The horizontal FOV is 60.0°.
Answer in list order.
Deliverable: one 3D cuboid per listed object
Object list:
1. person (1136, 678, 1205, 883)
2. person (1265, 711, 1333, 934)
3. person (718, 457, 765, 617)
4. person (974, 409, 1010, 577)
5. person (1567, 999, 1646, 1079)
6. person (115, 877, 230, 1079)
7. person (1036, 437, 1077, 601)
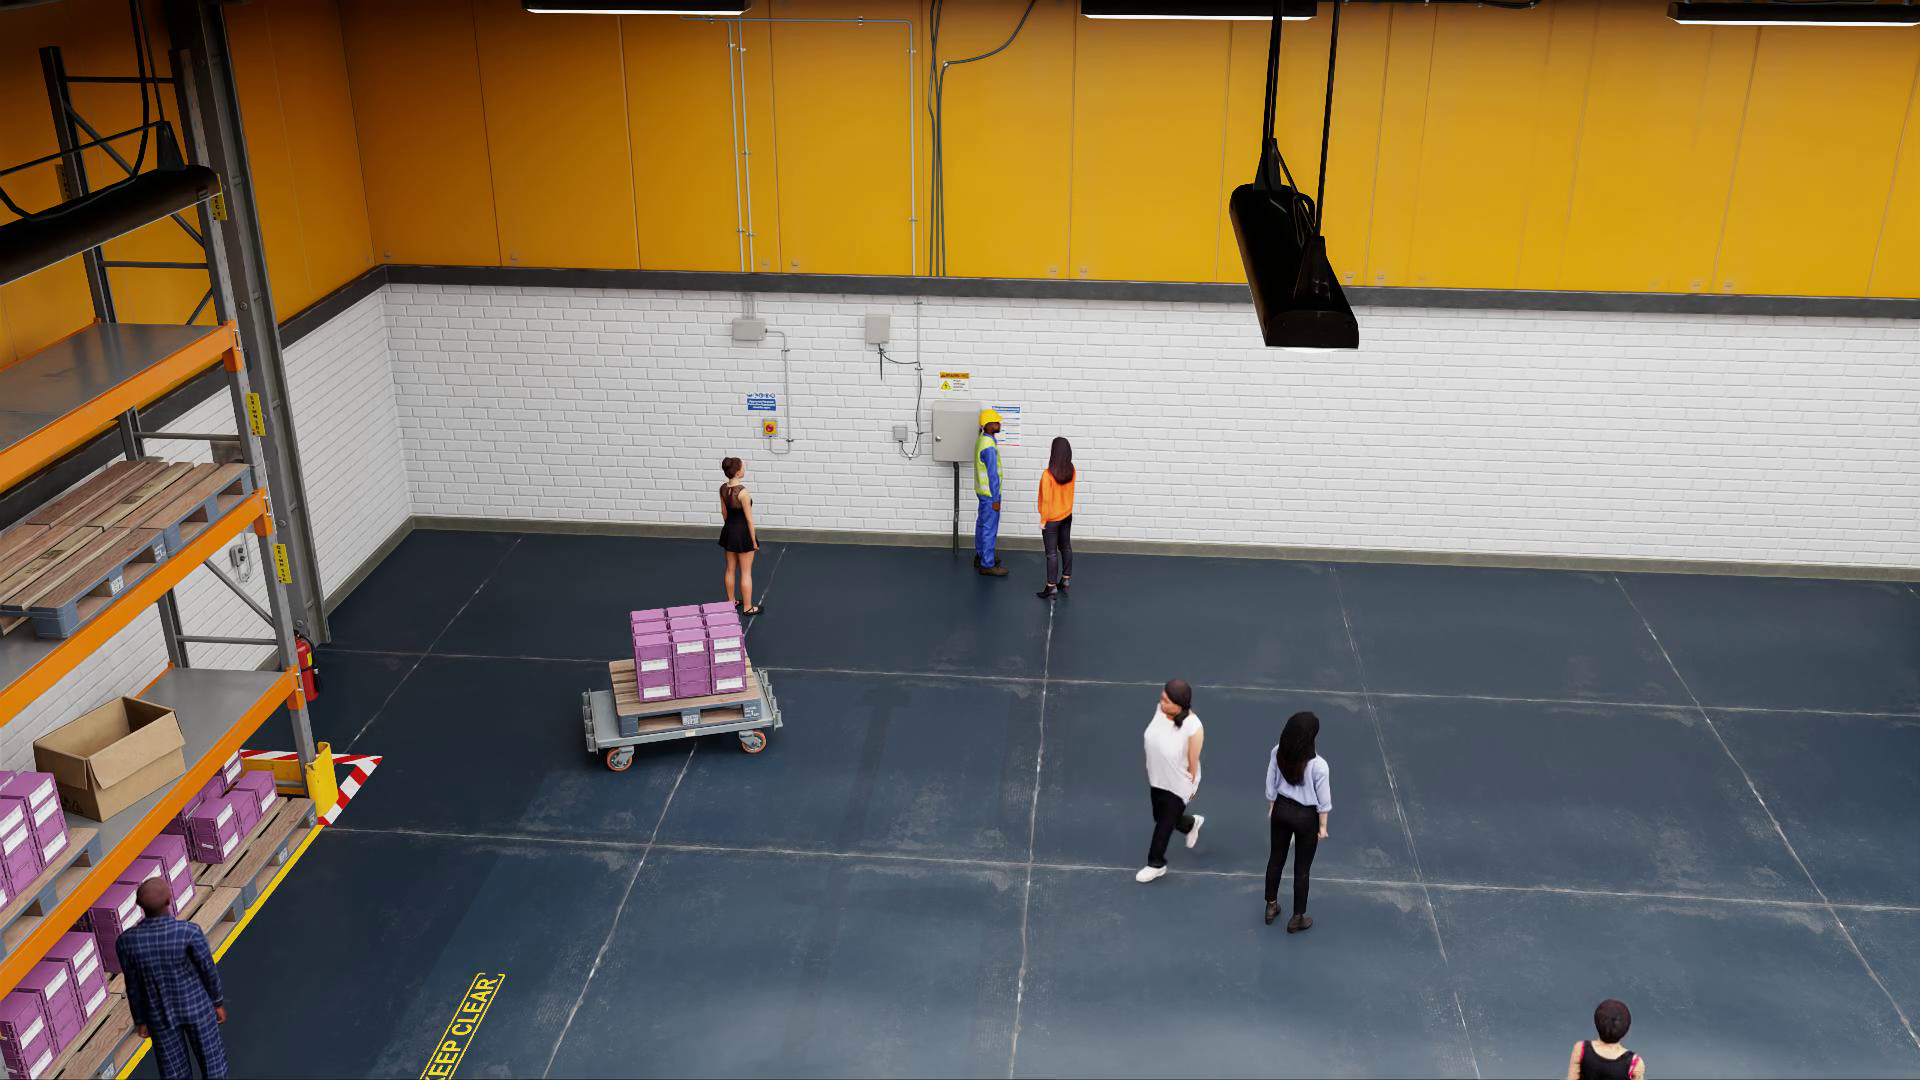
[{"bbox_3d":[1.625,1.768,12.475,1.005,1.668,0.997,-11,26,-24],"label":"person"},{"bbox_3d":[2.385,1.995,11.861,0.727,1.743,0.743,18,30,36],"label":"person"},{"bbox_3d":[-2.221,-0.050,16.627,0.677,1.674,0.716,18,29,35],"label":"person"},{"bbox_3d":[0.307,-0.526,17.541,0.786,1.813,0.605,-4,24,-9],"label":"person"},{"bbox_3d":[3.524,3.271,9.229,0.862,1.514,1.093,15,28,30],"label":"person"},{"bbox_3d":[-4.668,2.795,9.937,0.739,1.818,0.714,-7,24,-15],"label":"person"},{"bbox_3d":[0.997,-0.234,16.954,0.766,1.749,0.685,21,31,39],"label":"person"}]
